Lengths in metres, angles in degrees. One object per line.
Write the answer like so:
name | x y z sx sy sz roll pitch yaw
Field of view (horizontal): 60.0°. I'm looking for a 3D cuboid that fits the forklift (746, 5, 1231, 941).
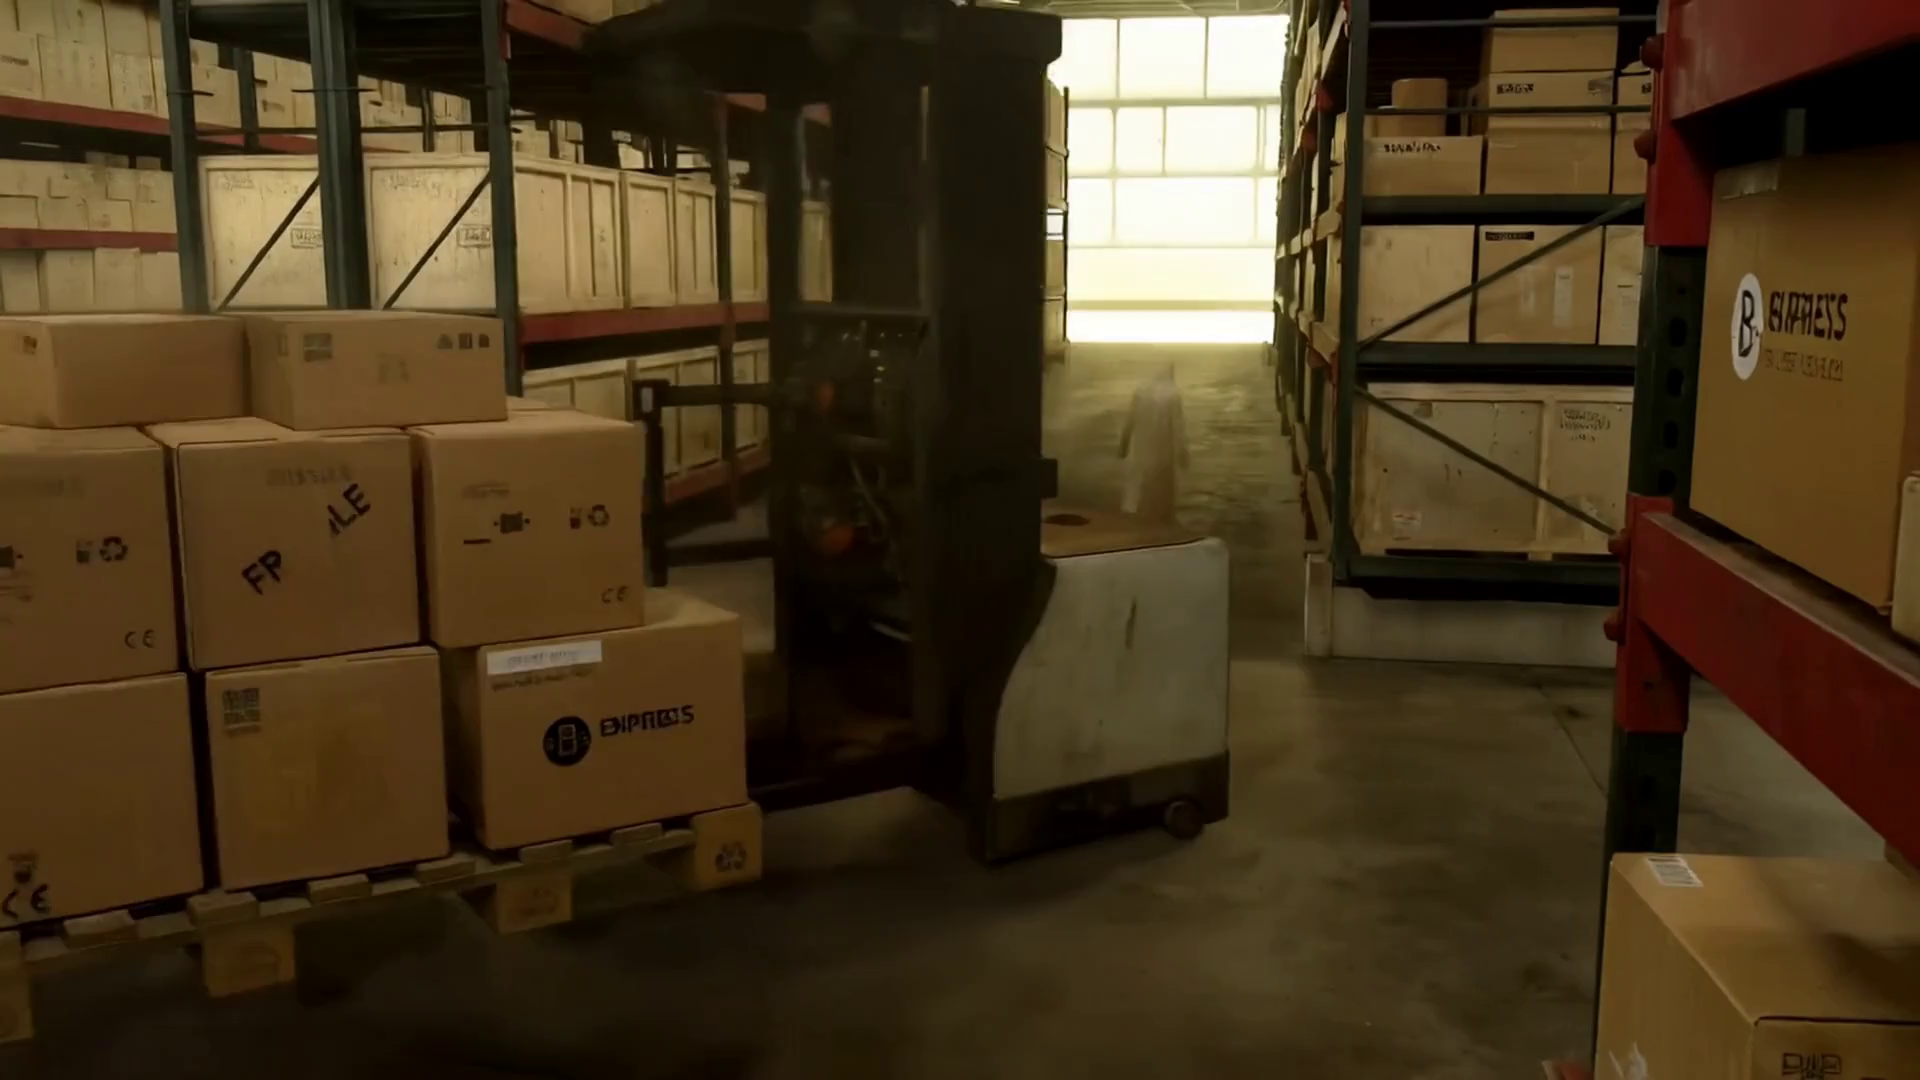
forklift | -0.062 -0.322 5.684 1.873 2.768 1.129 -6 11 -33
